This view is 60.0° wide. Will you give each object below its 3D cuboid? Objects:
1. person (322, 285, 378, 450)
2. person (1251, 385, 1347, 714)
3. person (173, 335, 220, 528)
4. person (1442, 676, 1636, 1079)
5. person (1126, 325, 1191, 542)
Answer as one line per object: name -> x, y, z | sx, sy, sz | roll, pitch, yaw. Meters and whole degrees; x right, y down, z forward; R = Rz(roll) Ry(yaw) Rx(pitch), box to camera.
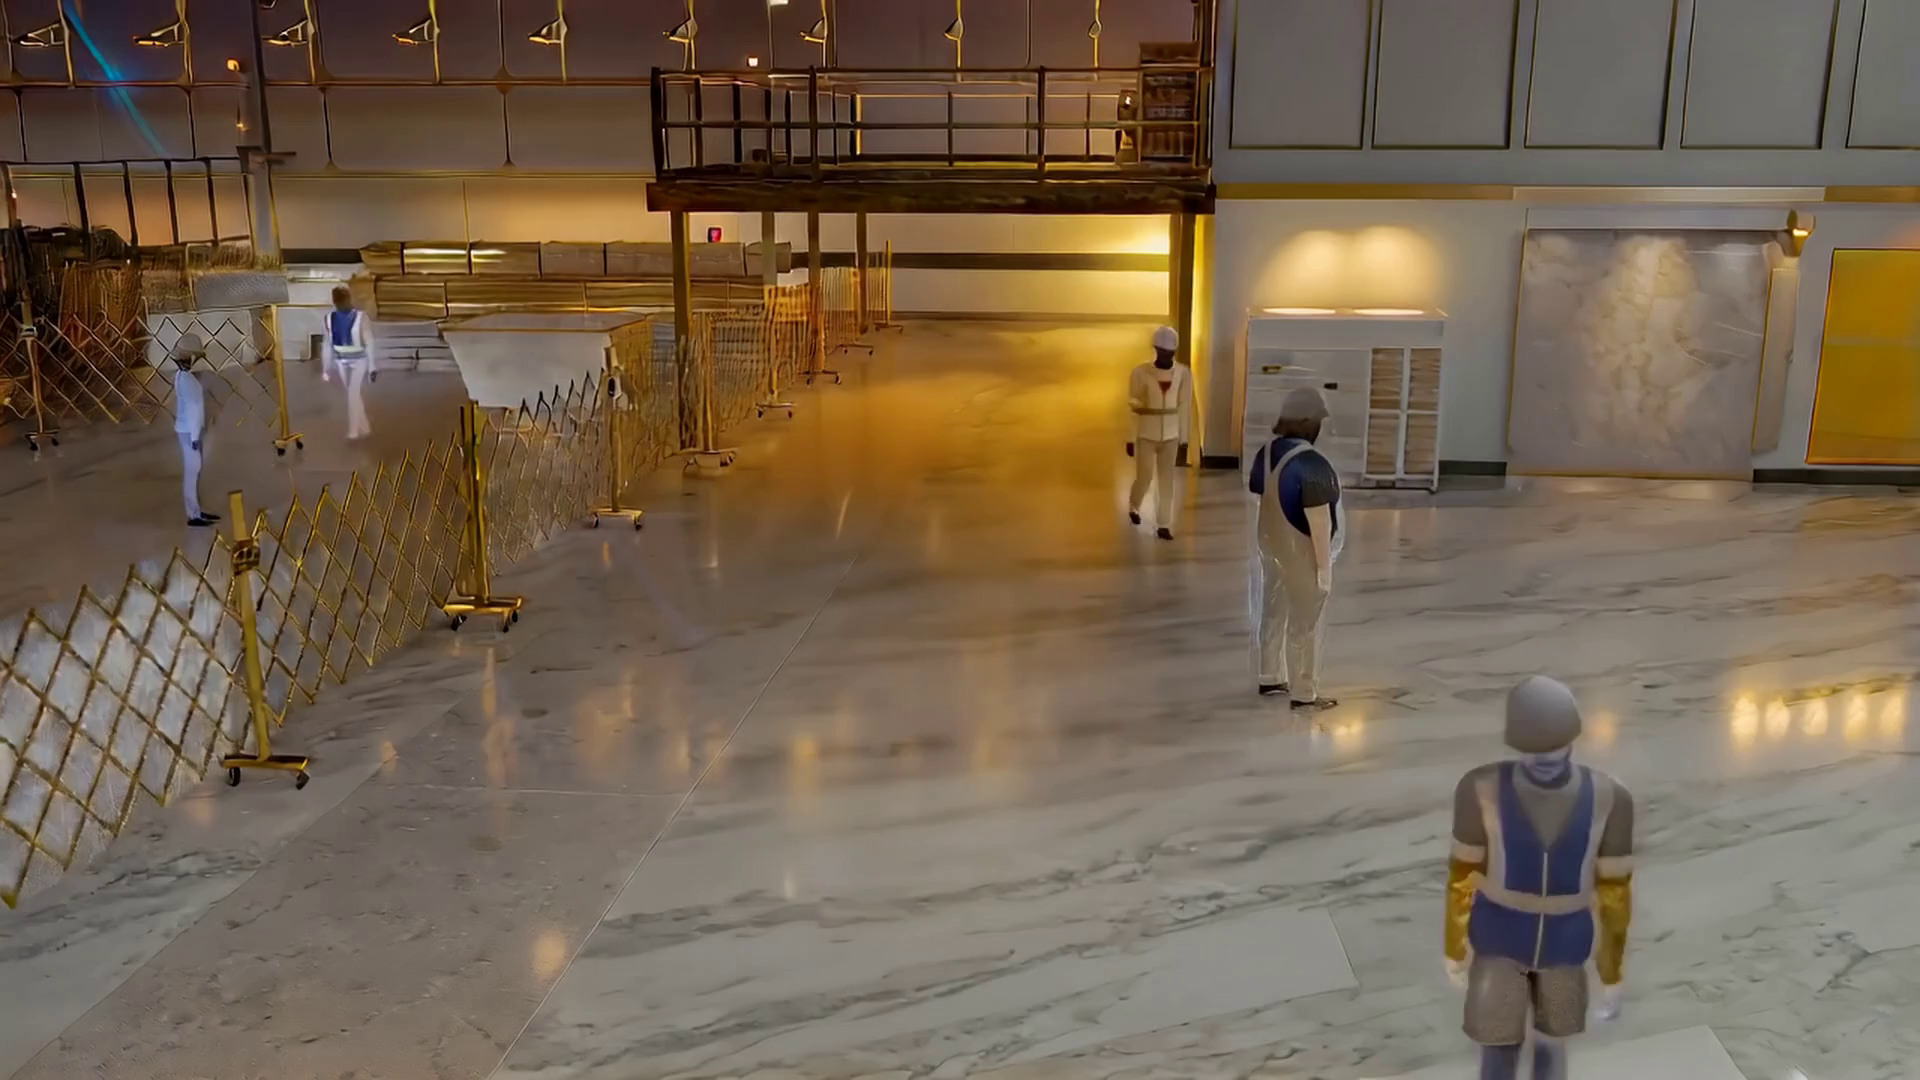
person -> -6.999, -1.950, 18.901 | 0.601, 1.847, 0.846 | 3, 14, 14
person -> 2.130, 0.051, 10.334 | 0.537, 2.000, 0.683 | -6, 15, -24
person -> -6.981, -0.992, 15.186 | 0.348, 1.756, 0.518 | -6, 15, -23
person -> 1.878, 1.322, 5.470 | 0.566, 1.908, 0.653 | 2, 14, 10
person -> 1.741, -0.966, 14.767 | 0.604, 1.908, 0.604 | -3, 14, -11
